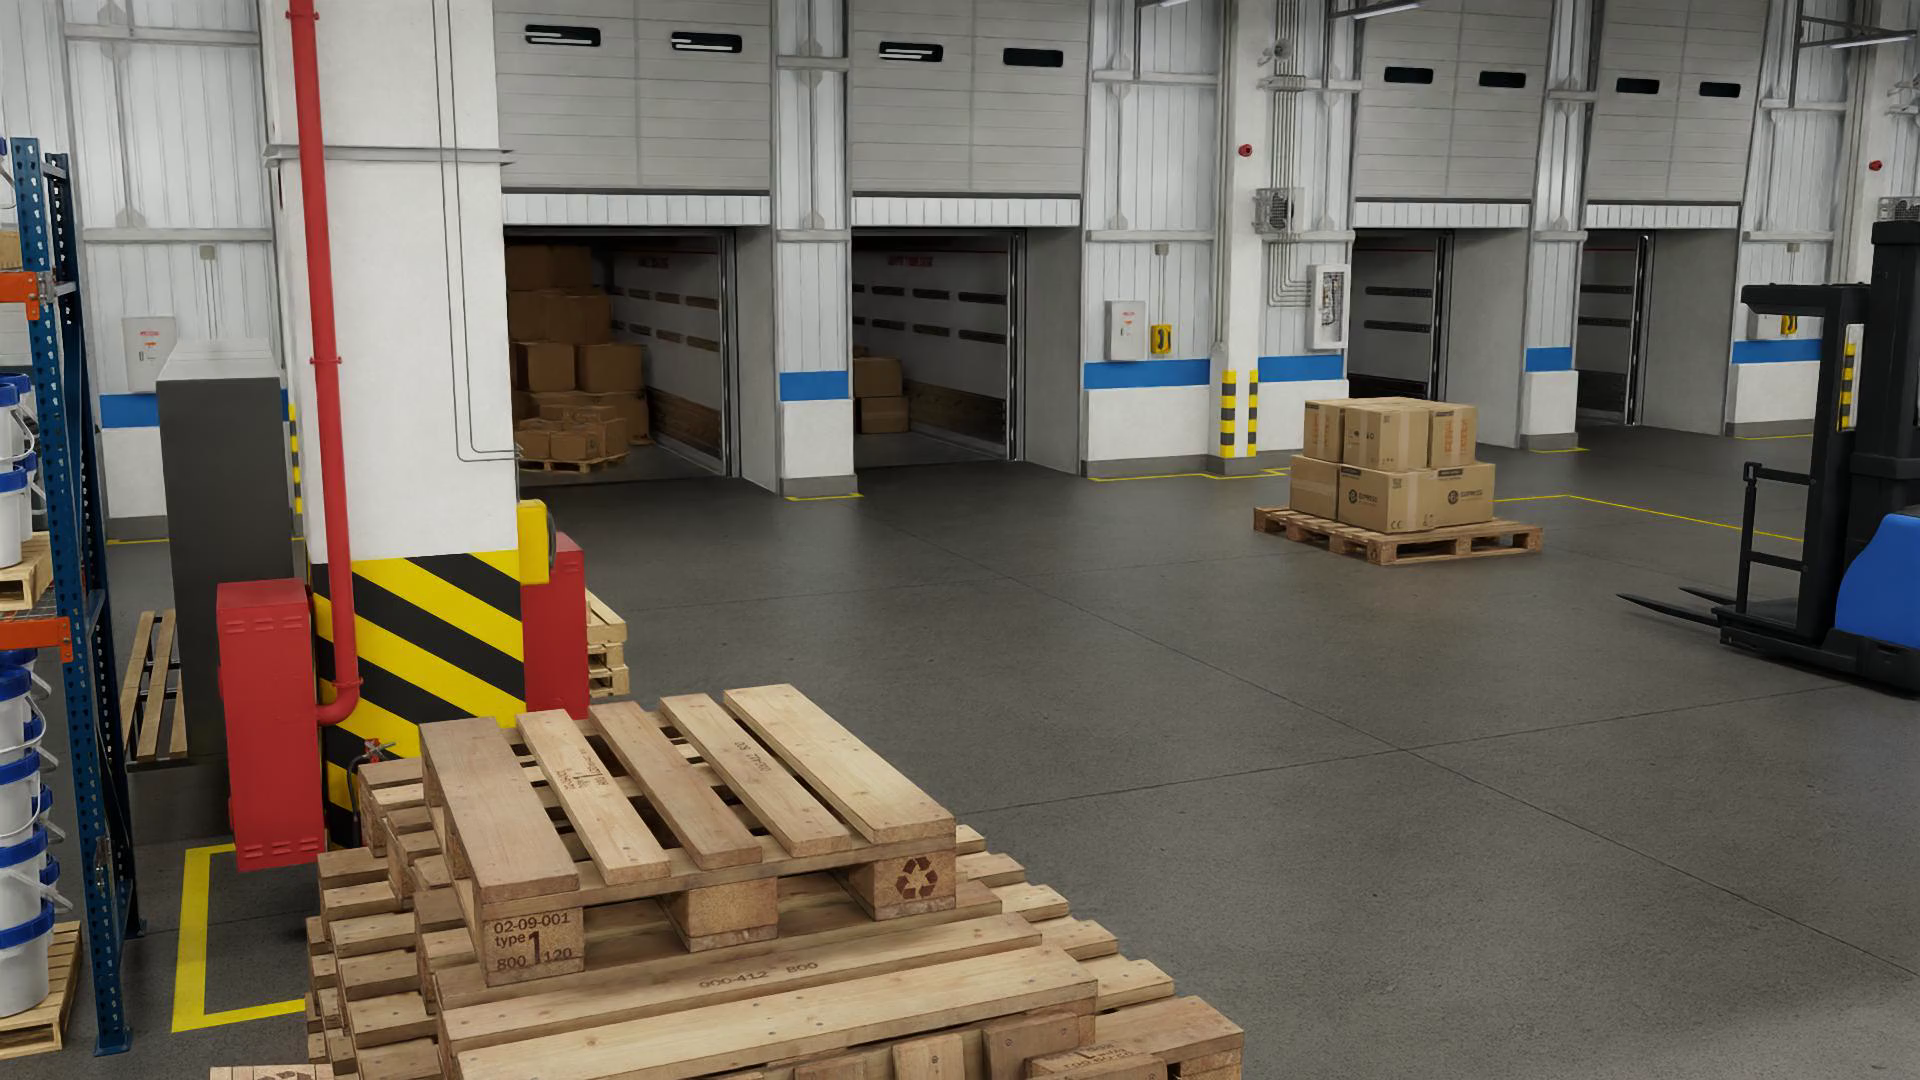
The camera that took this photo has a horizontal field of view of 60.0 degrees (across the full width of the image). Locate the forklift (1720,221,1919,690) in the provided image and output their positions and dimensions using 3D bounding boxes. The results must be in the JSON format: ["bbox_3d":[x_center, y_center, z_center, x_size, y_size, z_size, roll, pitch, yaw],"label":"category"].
[{"bbox_3d":[5.949,-0.550,10.218,1.129,2.768,1.873,-4,11,-23],"label":"forklift"}]
